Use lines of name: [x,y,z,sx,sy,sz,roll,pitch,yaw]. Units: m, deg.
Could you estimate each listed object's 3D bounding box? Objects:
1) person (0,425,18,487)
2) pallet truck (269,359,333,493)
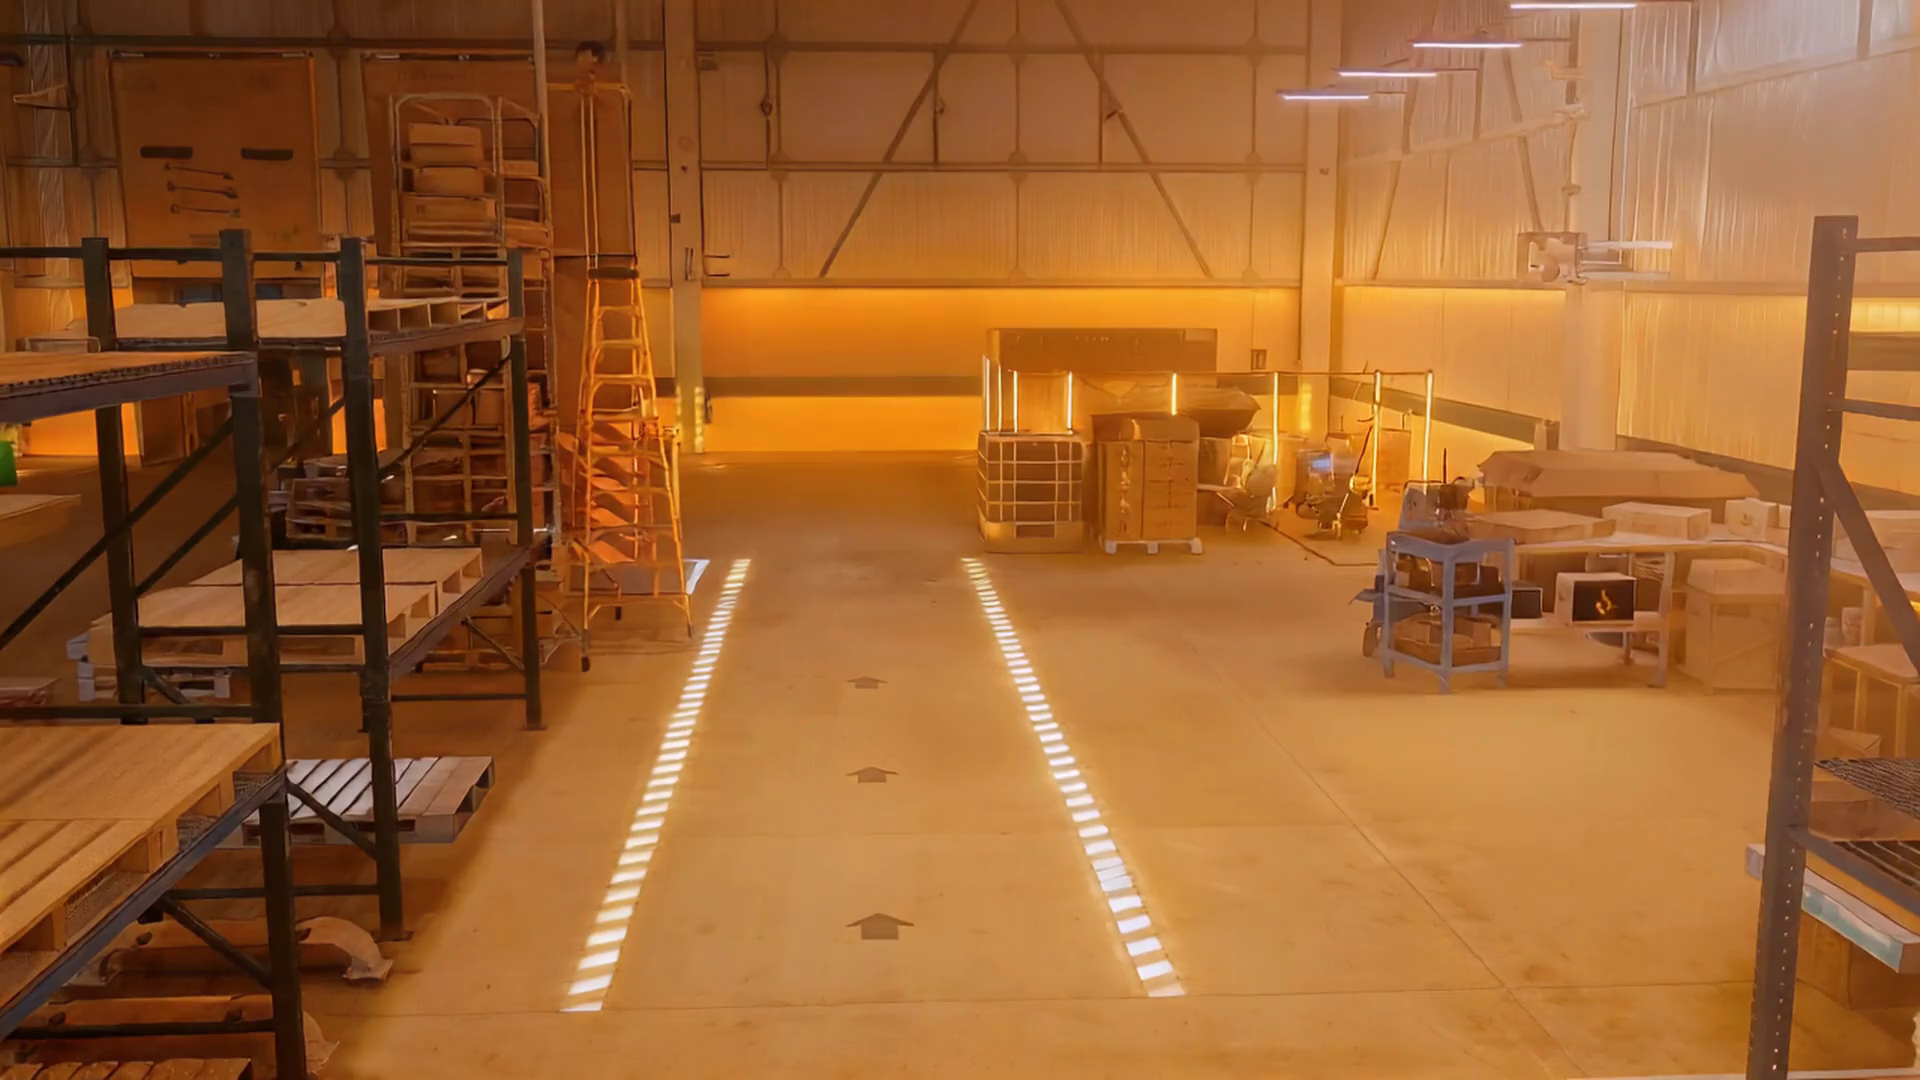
person: [-13.121,-1.677,22.646,0.388,1.930,0.544,-8,12,-43]
pallet truck: [-7.062,-1.131,18.996,1.885,1.965,0.823,2,9,13]
